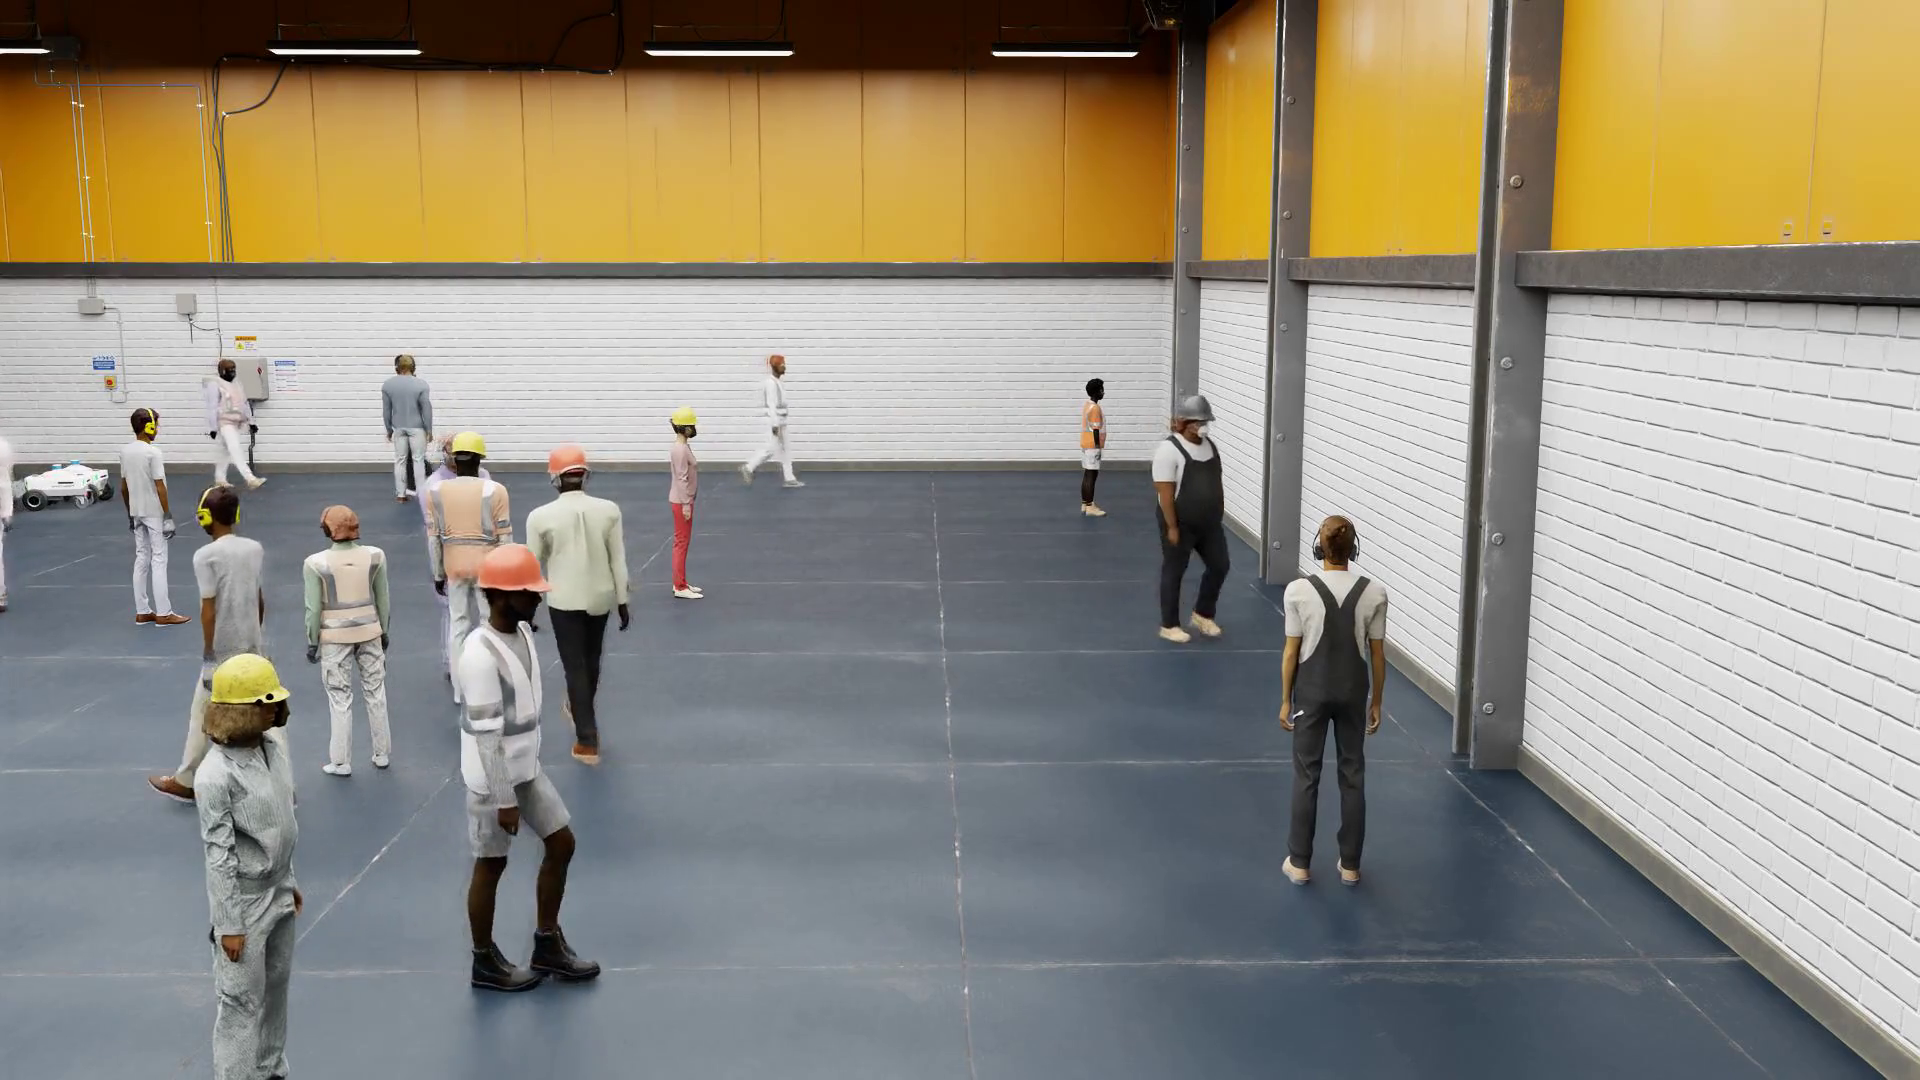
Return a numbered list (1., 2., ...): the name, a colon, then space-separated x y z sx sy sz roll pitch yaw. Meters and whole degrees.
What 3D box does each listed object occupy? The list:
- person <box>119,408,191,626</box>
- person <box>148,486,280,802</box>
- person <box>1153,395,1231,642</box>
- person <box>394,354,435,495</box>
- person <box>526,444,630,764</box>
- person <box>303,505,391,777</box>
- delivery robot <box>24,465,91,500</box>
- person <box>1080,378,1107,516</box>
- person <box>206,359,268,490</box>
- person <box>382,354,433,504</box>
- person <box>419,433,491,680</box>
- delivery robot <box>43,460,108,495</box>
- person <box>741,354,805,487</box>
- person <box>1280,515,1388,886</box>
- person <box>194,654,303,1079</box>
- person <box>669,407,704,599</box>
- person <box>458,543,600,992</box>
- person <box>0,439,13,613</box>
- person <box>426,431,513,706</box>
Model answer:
1. person: -6.887 -0.192 14.158 0.512 1.861 0.329 4 10 24
2. person: -4.184 0.609 9.355 0.934 1.819 0.537 4 10 21
3. person: 1.875 -0.172 13.479 0.691 2.000 0.559 -6 11 -33
4. person: -7.333 -1.532 22.264 0.471 1.900 0.595 2 9 10
5. person: -2.448 0.369 10.488 0.624 1.933 1.032 -6 11 -32
6. person: -3.657 0.601 9.968 0.511 1.640 0.308 -8 12 -41
7. delivery robot: -11.411 -0.712 21.049 0.707 0.478 0.477 -2 10 -15
8. person: 1.648 -1.142 20.479 0.316 1.695 0.542 -1 9 -6
9. person: -9.930 -1.573 22.820 0.944 1.795 0.626 2 9 9
10. person: -7.113 -1.424 21.473 0.635 1.936 0.355 1 9 4
11. person: -3.507 0.149 12.054 0.730 1.873 0.692 5 11 29
12. delivery robot: -11.453 -0.792 21.538 0.707 0.478 0.477 0 9 -3
13. person: -2.602 -1.647 23.098 0.805 1.862 0.581 2 9 11
14. person: 1.831 0.793 8.189 0.505 1.842 0.332 0 9 2
15. person: -2.403 1.242 5.718 0.295 1.743 0.493 0 9 3
16. person: -2.532 -0.344 15.375 0.310 1.768 0.533 -2 9 -10
17. person: -1.776 0.964 6.884 0.680 1.914 0.580 1 9 9
18. person: -8.604 -0.276 14.593 0.689 1.886 0.508 1 9 6
19. person: -3.379 0.204 11.549 0.584 1.919 0.375 0 9 1
